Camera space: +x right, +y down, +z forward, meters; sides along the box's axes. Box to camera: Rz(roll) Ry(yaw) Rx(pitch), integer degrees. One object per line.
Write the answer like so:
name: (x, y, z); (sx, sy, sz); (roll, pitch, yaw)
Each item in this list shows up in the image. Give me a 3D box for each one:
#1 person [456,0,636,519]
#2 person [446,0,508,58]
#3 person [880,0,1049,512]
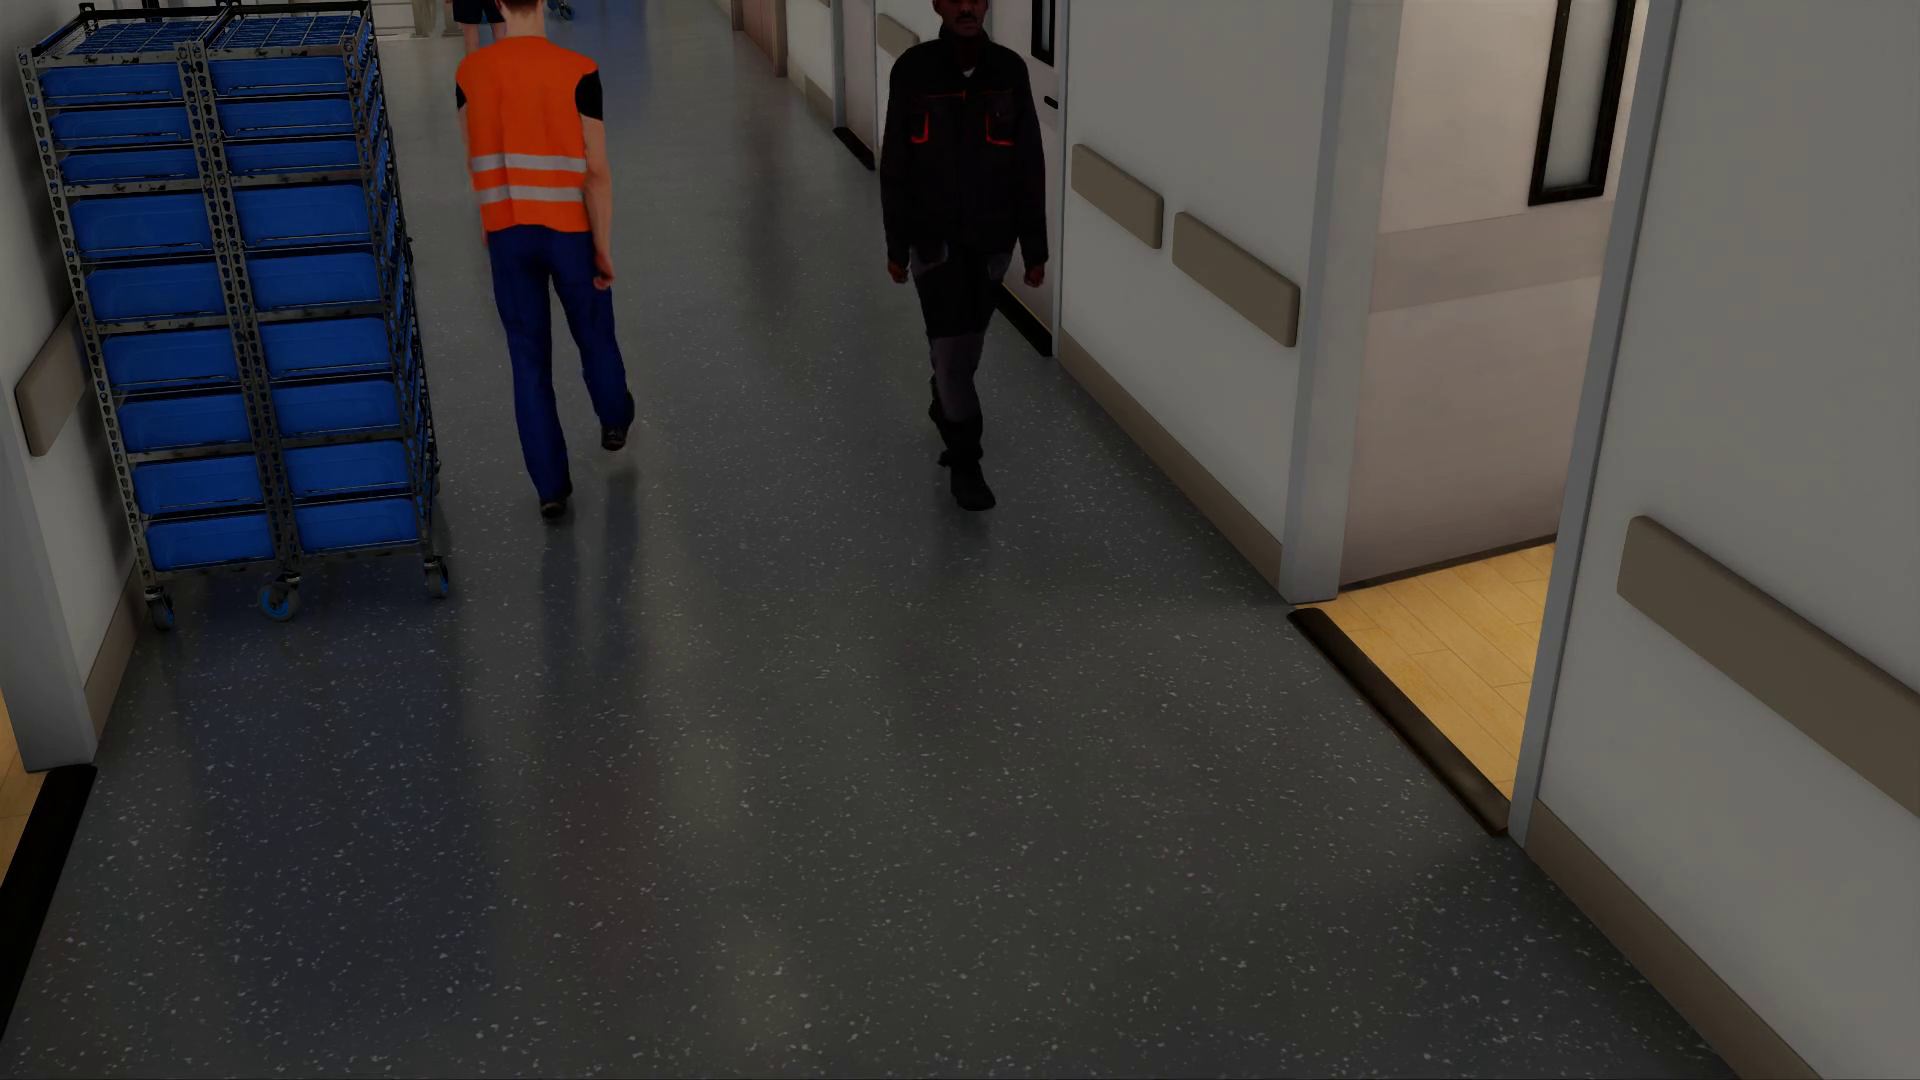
person: (-1.411, -0.969, 5.558); (0.771, 1.843, 1.130); (-2, 26, -5)
person: (-3.371, -3.908, 11.641); (0.673, 1.853, 0.593); (-11, 28, -21)
person: (-0.009, -1.094, 5.880); (0.700, 1.789, 1.161); (-6, 26, -12)
